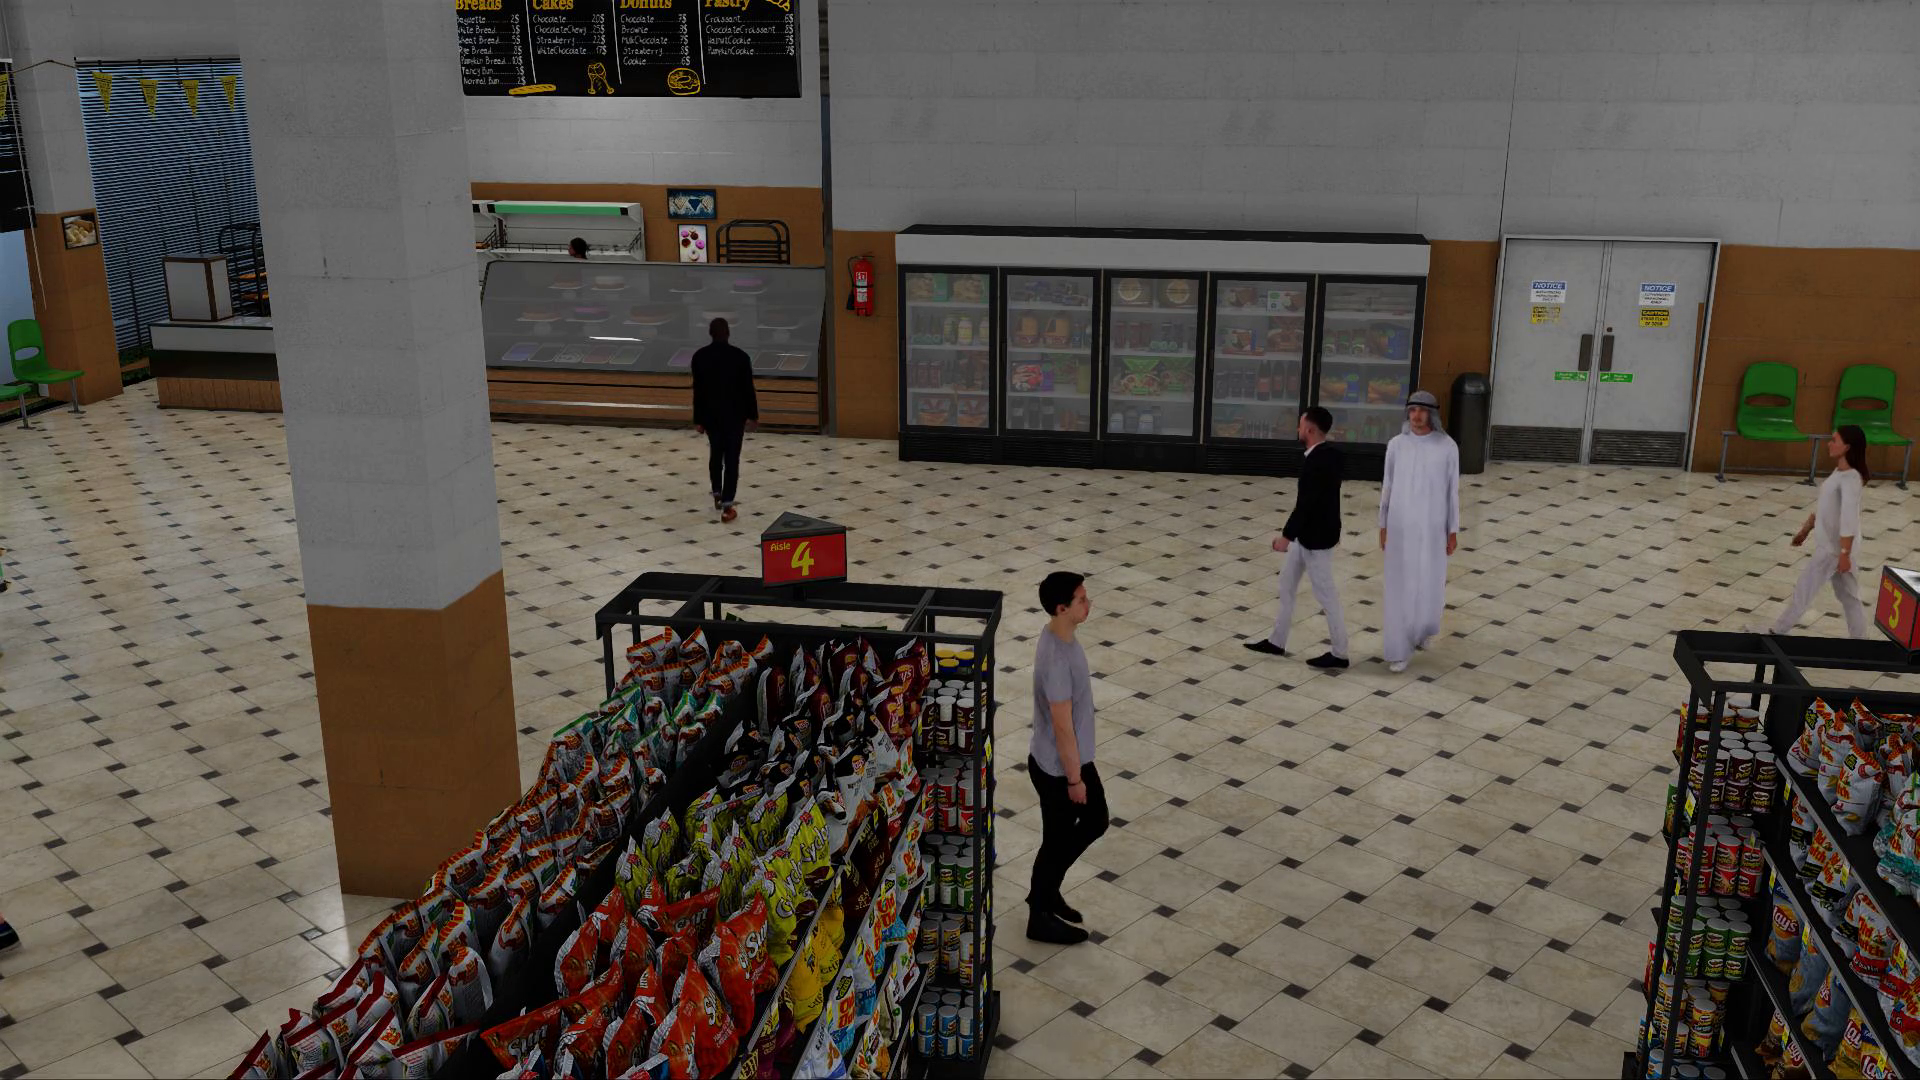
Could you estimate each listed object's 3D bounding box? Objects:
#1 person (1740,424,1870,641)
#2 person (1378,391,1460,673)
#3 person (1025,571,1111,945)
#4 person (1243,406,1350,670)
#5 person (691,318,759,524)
[{"bbox_3d":[6.062,0.055,11.344,0.867,1.647,1.046,8,19,25],"label":"person"},{"bbox_3d":[3.137,-0.081,11.334,0.827,1.914,0.938,8,18,24],"label":"person"},{"bbox_3d":[0.392,1.032,7.776,0.737,1.851,0.556,3,17,11],"label":"person"},{"bbox_3d":[2.492,0.027,11.157,0.789,1.809,0.934,5,18,17],"label":"person"},{"bbox_3d":[-2.105,-1.037,14.672,0.692,1.802,0.775,4,17,12],"label":"person"}]
